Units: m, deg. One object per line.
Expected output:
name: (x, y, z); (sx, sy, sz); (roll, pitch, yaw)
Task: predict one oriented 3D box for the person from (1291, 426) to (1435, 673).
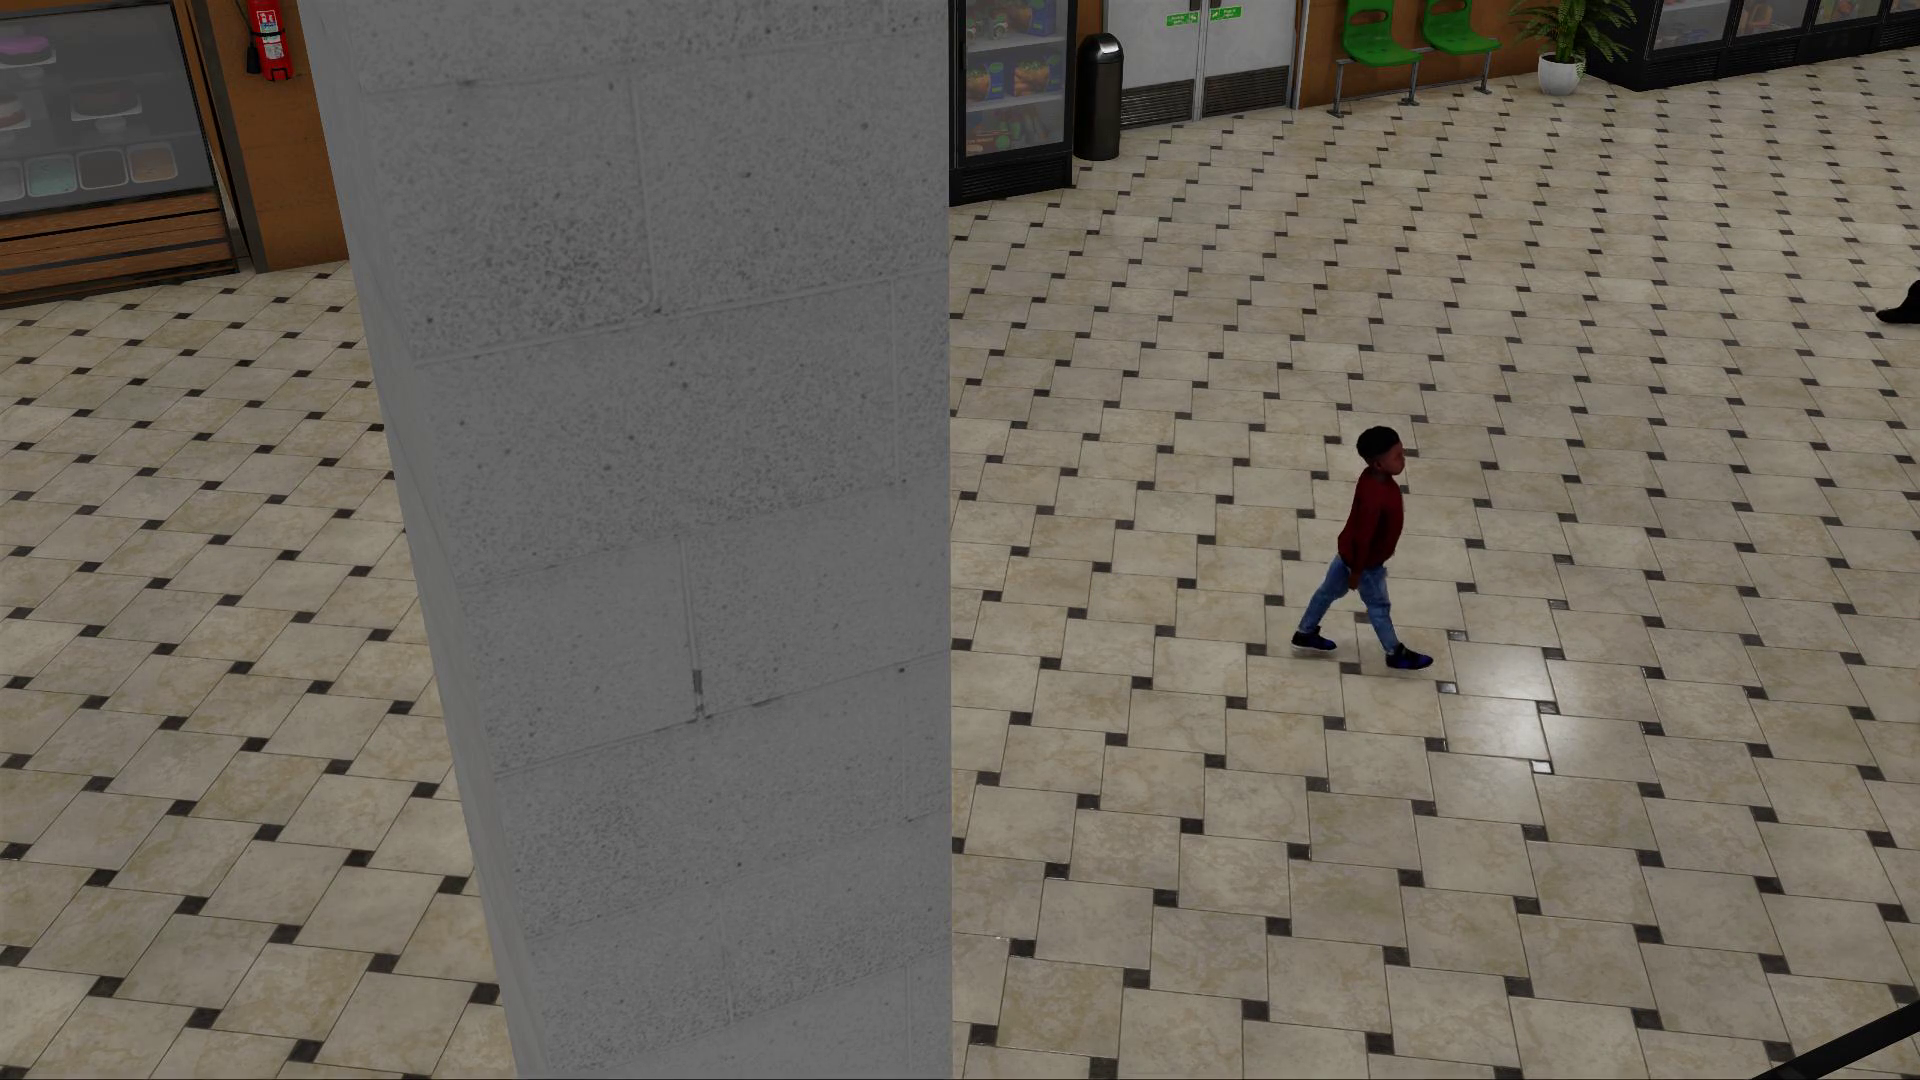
person: (1.751, 0.090, 7.508); (0.861, 1.121, 0.873); (5, 32, 8)
